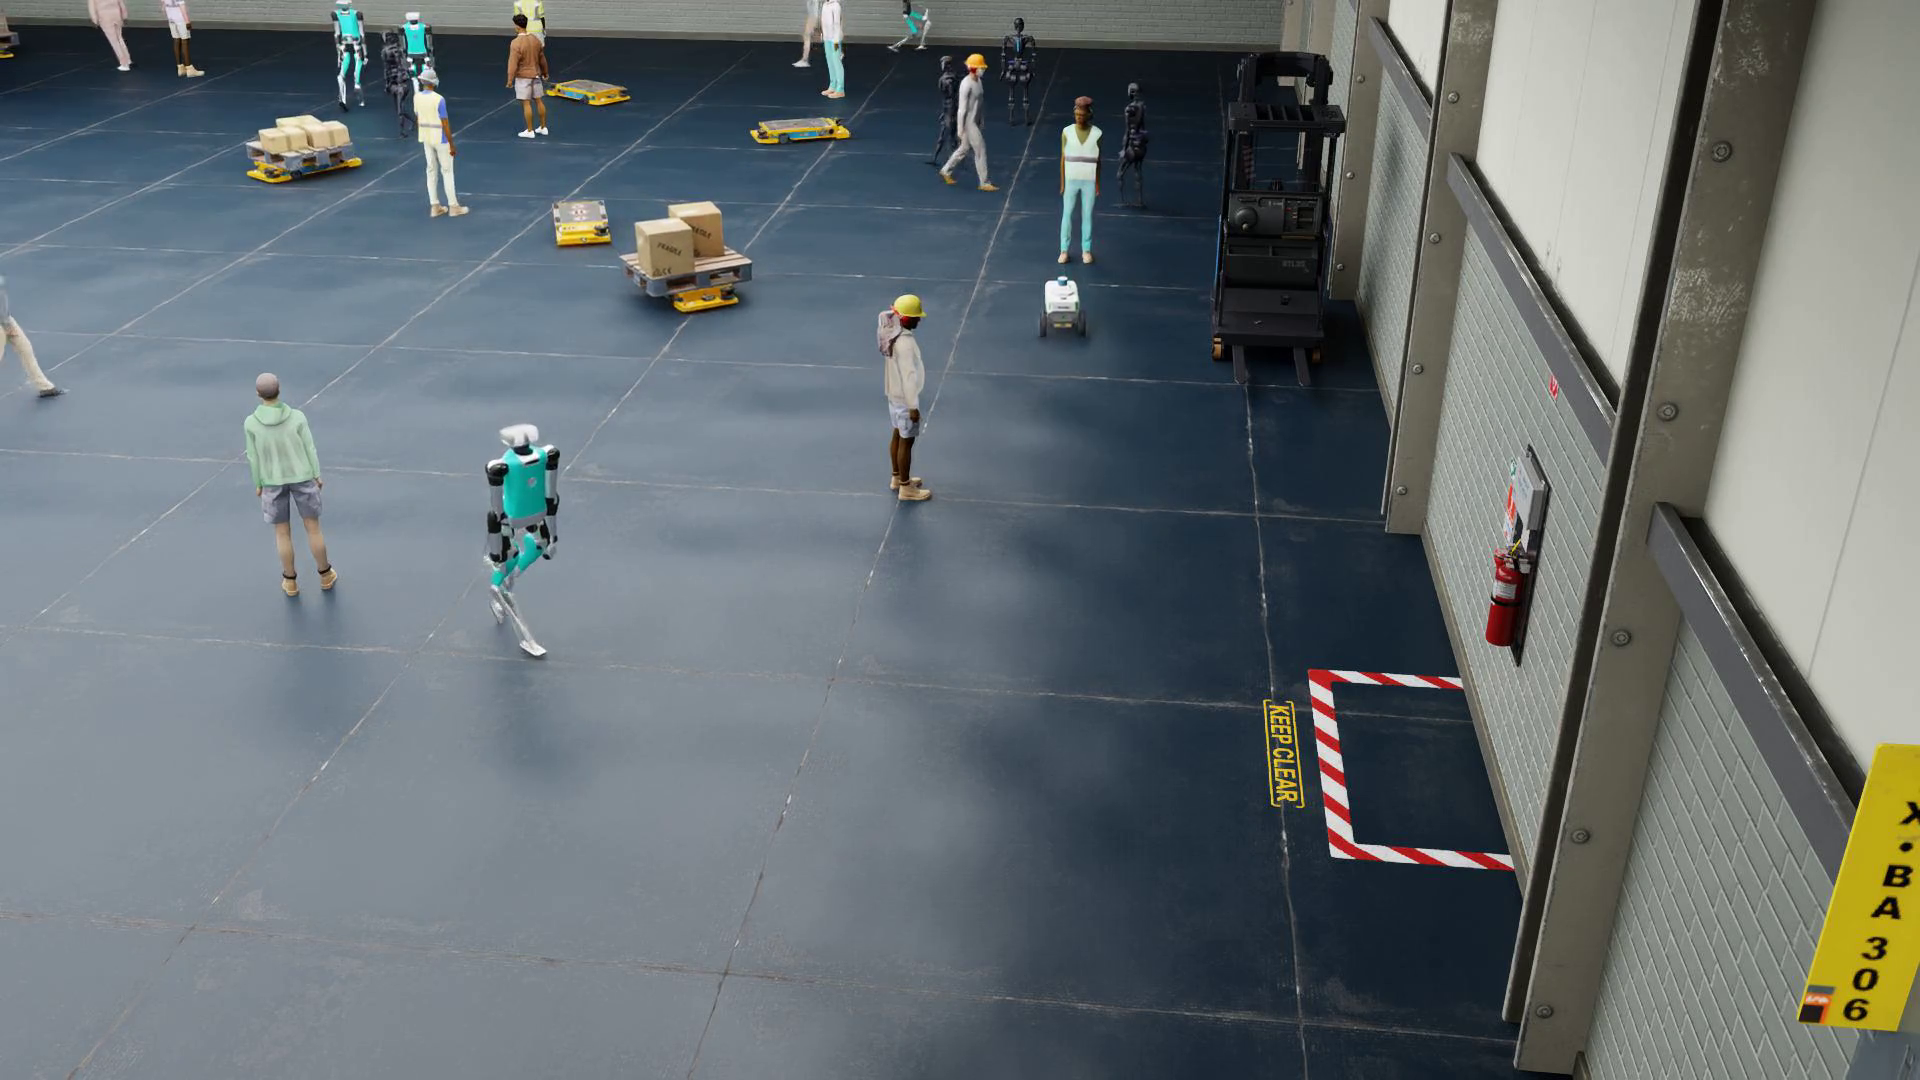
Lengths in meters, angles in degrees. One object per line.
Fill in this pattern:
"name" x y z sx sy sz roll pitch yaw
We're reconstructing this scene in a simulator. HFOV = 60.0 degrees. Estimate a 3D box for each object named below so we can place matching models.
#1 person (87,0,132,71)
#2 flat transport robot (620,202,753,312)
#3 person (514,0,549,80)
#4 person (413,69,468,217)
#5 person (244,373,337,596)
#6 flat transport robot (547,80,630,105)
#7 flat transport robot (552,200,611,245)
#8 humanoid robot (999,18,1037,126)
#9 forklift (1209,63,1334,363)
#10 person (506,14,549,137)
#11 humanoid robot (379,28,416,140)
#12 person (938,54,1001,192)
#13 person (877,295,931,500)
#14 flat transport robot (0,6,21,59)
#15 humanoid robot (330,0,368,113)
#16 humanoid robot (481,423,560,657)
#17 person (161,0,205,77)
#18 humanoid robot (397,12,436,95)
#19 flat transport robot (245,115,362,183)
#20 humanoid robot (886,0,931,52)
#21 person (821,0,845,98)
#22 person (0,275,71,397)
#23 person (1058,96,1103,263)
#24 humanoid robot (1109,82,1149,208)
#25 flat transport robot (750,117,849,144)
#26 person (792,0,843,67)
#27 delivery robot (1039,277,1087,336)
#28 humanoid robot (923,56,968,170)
"person" -15.576 -9.522 30.359 0.594 1.873 0.656 14 30 26
"flat transport robot" -3.119 -2.911 18.950 0.659 0.231 1.431 -15 30 -27
"person" -7.639 -9.073 29.654 0.538 1.695 0.318 -5 27 -9
"person" -6.797 -5.145 21.603 0.541 1.891 0.395 11 29 20
"person" -4.969 -0.407 12.306 0.472 1.743 0.343 -10 28 -20
"flat transport robot" -6.351 -7.647 28.405 1.431 0.231 0.659 21 33 35
"flat transport robot" -4.846 -4.065 21.253 0.659 0.231 1.431 -6 27 -13
"humanoid robot" 0.921 -7.432 26.391 0.599 1.653 0.315 3 27 6
"forklift" 3.241 -3.477 17.183 1.129 2.768 1.873 3 27 6
"person" -6.653 -7.173 25.696 0.398 1.848 0.778 18 32 32
"humanoid robot" -8.661 -7.084 25.728 0.583 1.639 0.594 -22 34 -37
"person" 0.108 -5.755 22.871 0.937 1.853 0.580 9 28 18
"person" -0.477 -1.184 13.838 0.410 1.758 0.532 -7 27 -14
"flat transport robot" -18.792 -9.337 31.779 1.431 0.231 0.659 18 32 32
"humanoid robot" -10.114 -7.938 27.386 0.539 1.773 0.967 1 27 2
"humanoid robot" -3.181 -0.043 11.616 0.932 1.804 0.560 23 35 38
"person" -14.029 -9.385 29.898 0.614 2.041 0.384 18 32 32
"humanoid robot" -8.715 -7.646 26.796 0.538 1.738 1.024 -8 28 -15
"flat transport robot" -9.434 -5.399 23.916 0.659 0.231 1.431 21 33 35
"humanoid robot" -0.909 -10.158 31.784 1.027 1.736 0.562 -1 27 -2
"person" -2.175 -8.514 28.315 0.363 1.909 0.480 -17 31 -31
"person" -9.119 -2.085 15.681 0.894 1.733 0.526 -13 29 -24
"person" 1.438 -4.282 19.784 0.483 1.978 0.410 1 27 3
"humanoid robot" 2.273 -5.216 21.983 0.497 1.643 0.611 15 30 27
"flat transport robot" -2.490 -6.353 25.821 1.431 0.231 0.659 -8 28 -16
"person" -2.658 -9.704 30.752 0.902 1.836 0.521 -1 27 -1
"delivery robot" 1.095 -2.523 17.847 0.499 0.587 0.782 0 27 1
"humanoid robot" -0.198 -6.080 23.734 0.652 1.638 0.595 -4 27 -9
